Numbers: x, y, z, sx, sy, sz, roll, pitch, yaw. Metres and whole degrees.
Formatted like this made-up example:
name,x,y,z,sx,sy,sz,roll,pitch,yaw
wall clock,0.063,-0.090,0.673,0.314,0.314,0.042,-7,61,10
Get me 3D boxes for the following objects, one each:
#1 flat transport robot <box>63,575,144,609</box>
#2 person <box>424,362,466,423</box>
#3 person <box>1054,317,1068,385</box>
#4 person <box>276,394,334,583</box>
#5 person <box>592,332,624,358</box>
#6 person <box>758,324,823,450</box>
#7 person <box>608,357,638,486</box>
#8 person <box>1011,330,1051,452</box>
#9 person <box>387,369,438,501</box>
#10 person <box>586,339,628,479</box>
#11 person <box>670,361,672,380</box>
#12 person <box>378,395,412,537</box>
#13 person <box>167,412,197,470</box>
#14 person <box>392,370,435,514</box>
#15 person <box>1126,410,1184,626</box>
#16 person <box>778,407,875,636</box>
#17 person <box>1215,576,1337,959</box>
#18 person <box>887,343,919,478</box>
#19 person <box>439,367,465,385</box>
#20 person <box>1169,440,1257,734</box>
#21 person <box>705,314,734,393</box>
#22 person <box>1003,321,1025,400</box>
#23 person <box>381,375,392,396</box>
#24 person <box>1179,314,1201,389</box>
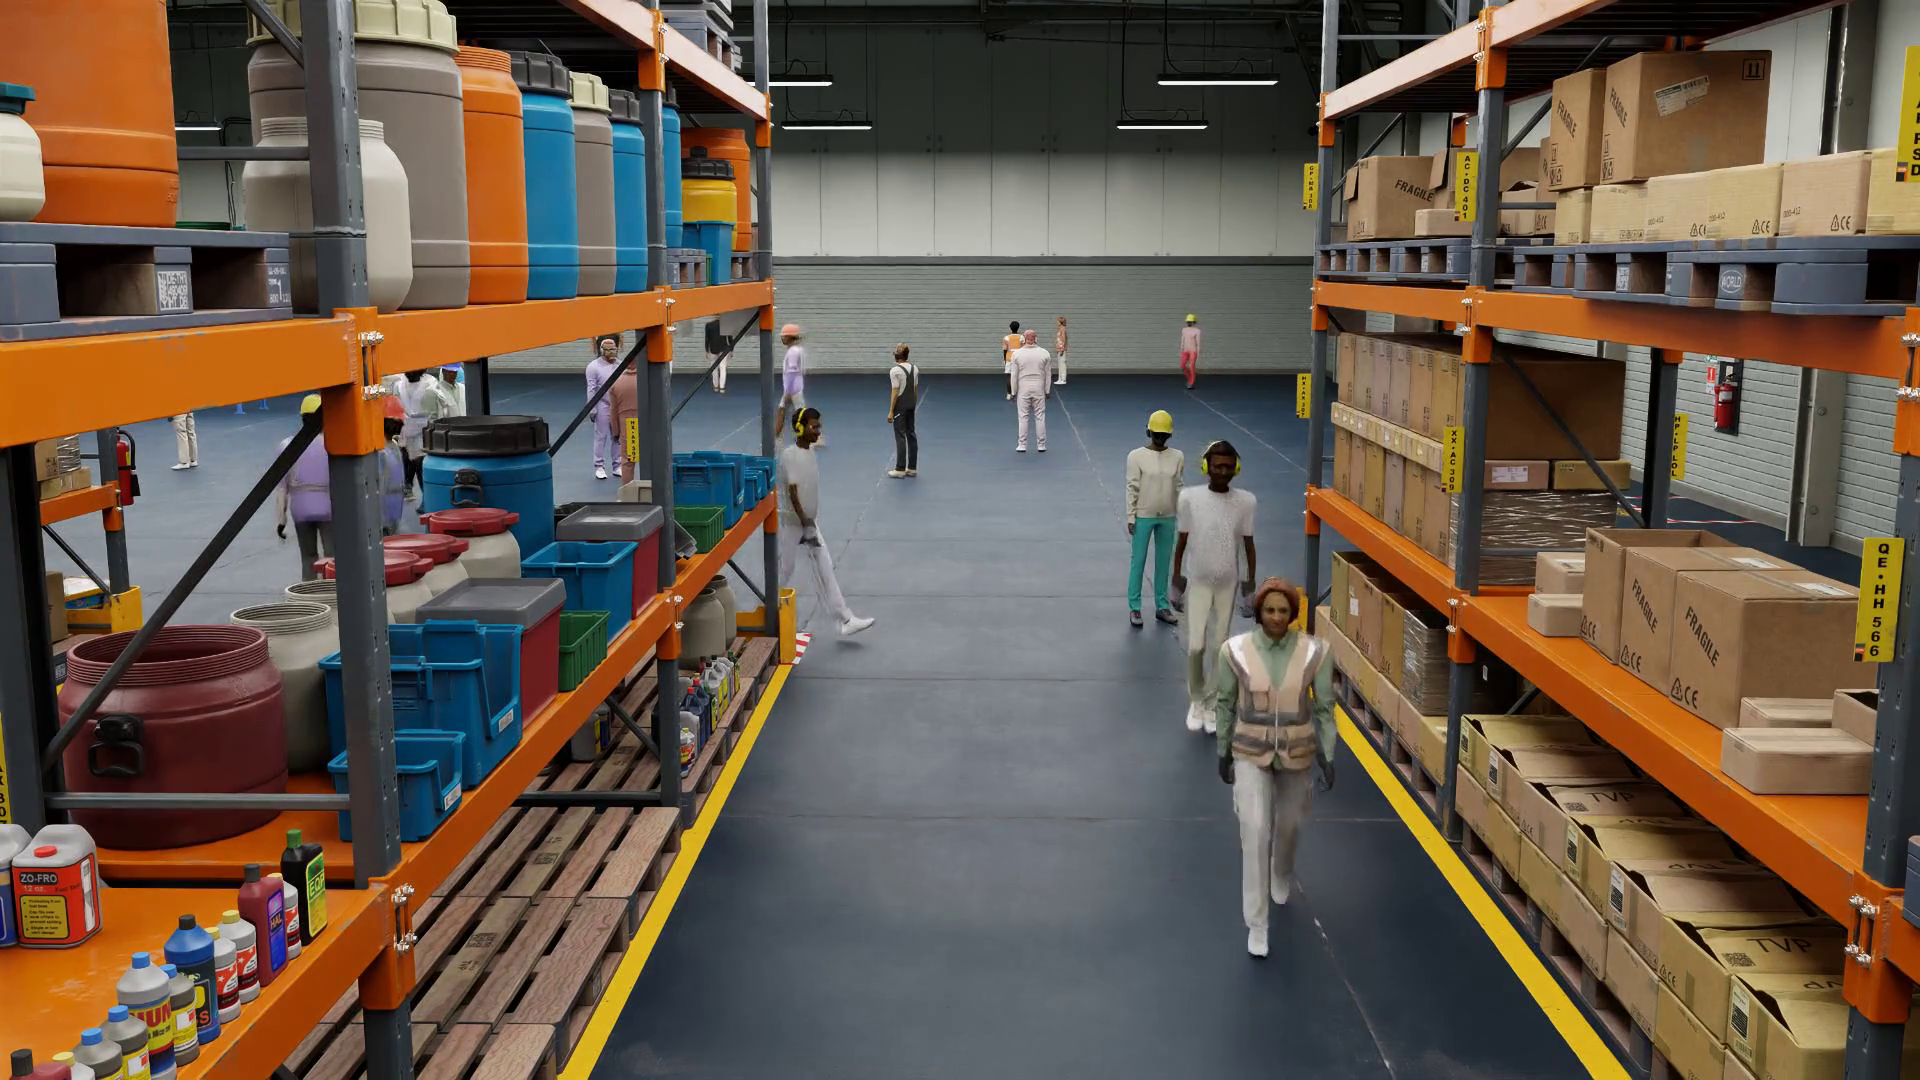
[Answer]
name,x,y,z,sx,sy,sz,roll,pitch,yaw
flat transport robot,-7.659,0.515,13.975,0.652,0.197,1.431,3,10,15
person,-5.688,-1.111,18.591,0.402,1.944,0.605,5,11,30
person,2.459,-4.588,40.326,0.308,1.641,0.514,-1,10,-7
person,-5.177,-0.218,13.378,0.621,1.900,0.649,-3,10,-16
person,-8.236,-4.554,39.052,0.704,2.000,0.904,-4,10,-22
person,-2.644,-2.407,26.235,1.032,1.994,0.623,-2,10,-10
person,-3.847,-1.304,19.876,0.639,1.902,0.407,1,10,7
person,1.101,-2.325,25.992,0.639,1.904,0.407,-1,10,-5
person,-6.800,-1.447,20.655,0.673,1.923,0.507,-8,12,-39
person,-4.799,-1.803,22.846,0.650,1.906,0.401,-9,13,-44
person,-5.902,-3.306,32.221,0.616,1.782,0.922,-3,10,-15
person,-4.704,-0.215,13.367,0.880,1.908,0.552,0,9,3
person,-11.152,-1.829,23.805,0.311,1.639,0.512,1,10,6
person,-6.411,-1.250,19.507,0.547,1.912,0.683,2,10,13
person,1.604,-0.182,13.586,0.524,1.760,0.328,-3,10,-20
person,-1.168,-0.122,13.035,0.963,1.817,0.519,5,10,25
person,1.382,0.932,7.344,0.515,1.610,0.790,1,10,5
person,-0.792,-1.790,22.951,0.344,1.847,0.504,8,13,41
person,-7.680,-2.080,25.144,0.531,1.692,0.320,7,12,36
person,1.590,0.302,10.374,0.526,1.852,0.476,0,9,-1
person,-5.497,-4.351,38.021,0.636,1.940,1.001,0,9,-3
person,1.185,-3.856,35.765,0.536,1.699,0.318,0,9,2
person,-8.854,-2.322,26.203,0.661,1.818,0.727,2,10,9
person,5.381,-4.413,38.936,0.553,1.754,0.369,8,13,41
